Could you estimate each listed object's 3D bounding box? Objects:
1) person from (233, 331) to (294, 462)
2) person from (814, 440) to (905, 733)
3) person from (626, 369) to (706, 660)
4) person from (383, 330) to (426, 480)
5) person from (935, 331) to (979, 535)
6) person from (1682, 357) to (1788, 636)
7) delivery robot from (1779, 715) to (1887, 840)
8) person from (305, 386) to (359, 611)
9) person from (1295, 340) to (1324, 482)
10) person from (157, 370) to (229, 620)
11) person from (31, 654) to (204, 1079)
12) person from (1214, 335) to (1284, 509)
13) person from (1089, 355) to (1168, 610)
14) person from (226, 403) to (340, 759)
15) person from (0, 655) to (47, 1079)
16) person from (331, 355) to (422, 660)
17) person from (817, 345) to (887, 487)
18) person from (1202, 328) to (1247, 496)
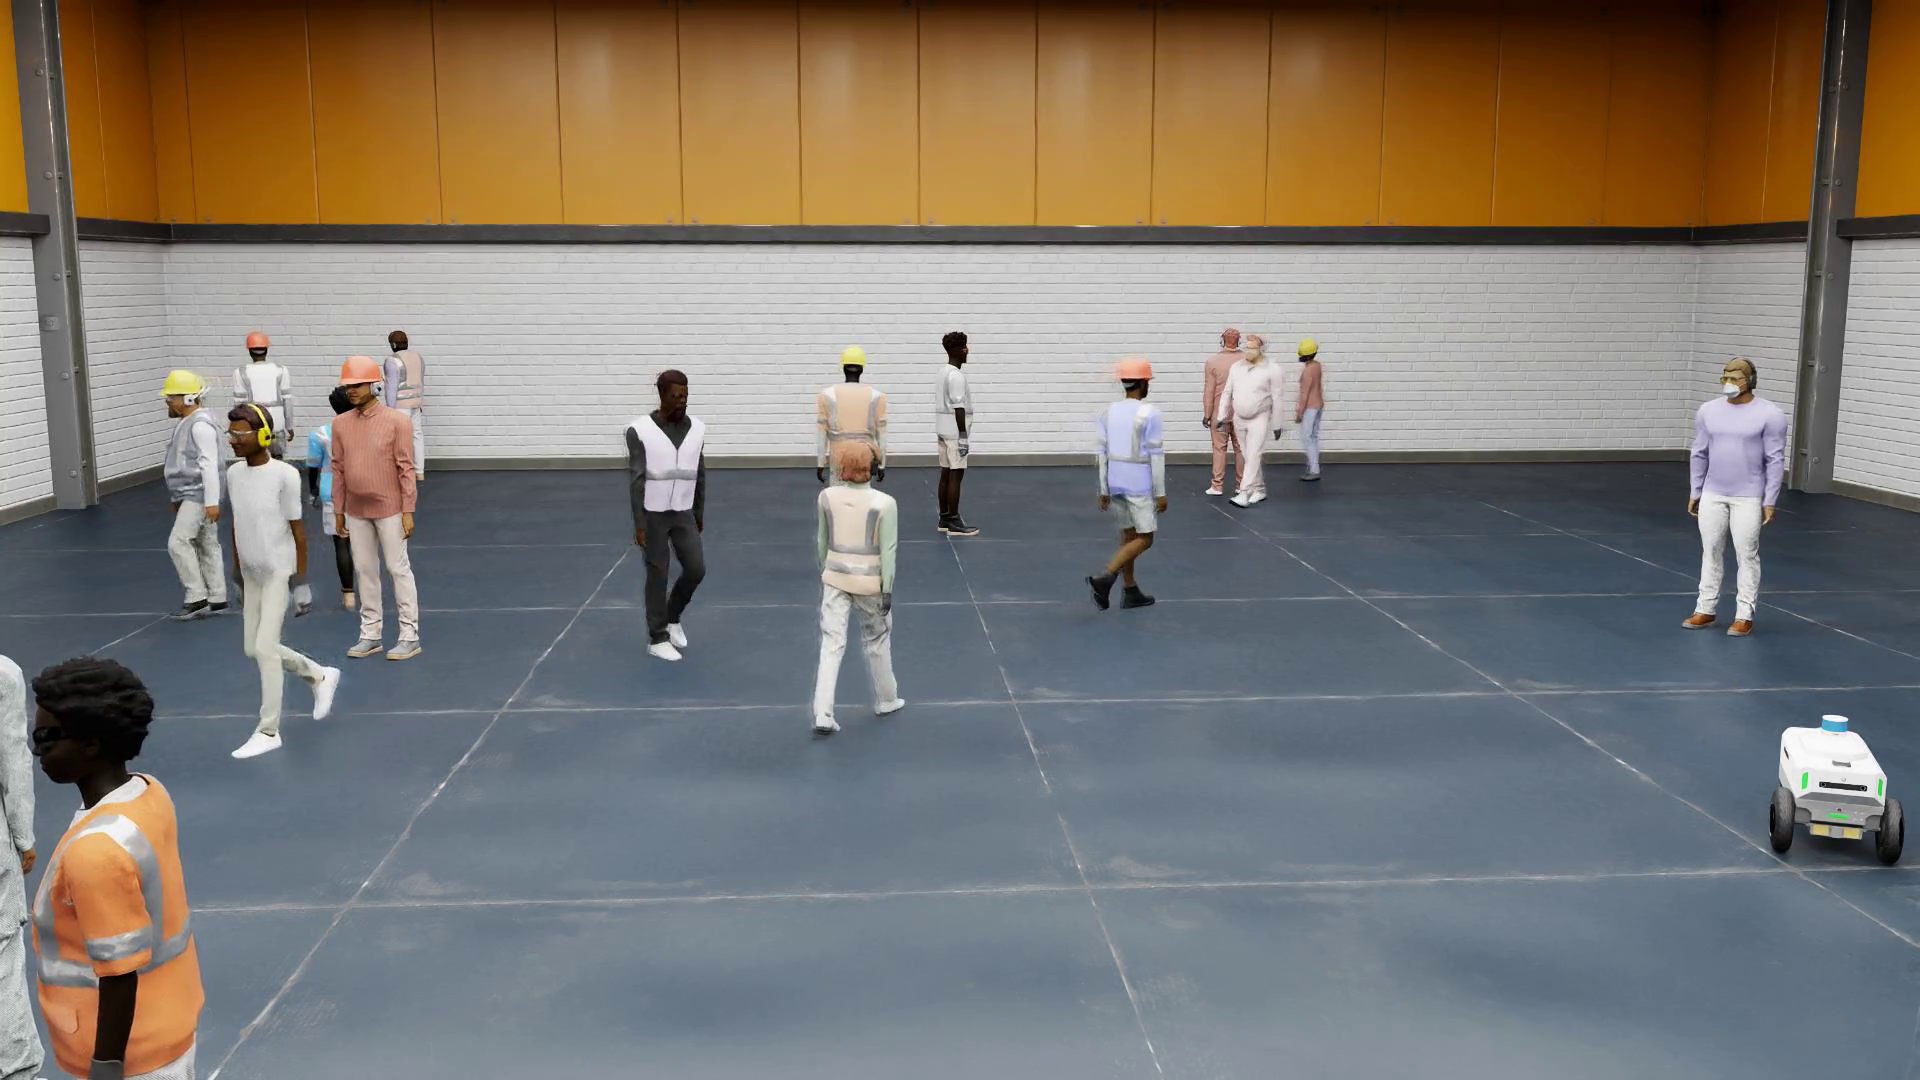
[{"bbox_3d":[-7.217,-1.199,17.237,0.566,1.926,0.399,-5,10,-30],"label":"person"},{"bbox_3d":[-0.586,0.252,9.185,0.525,1.598,0.855,3,10,21],"label":"person"},{"bbox_3d":[-1.898,-0.165,10.839,0.614,1.900,0.446,-7,12,-39],"label":"person"},{"bbox_3d":[-6.724,-1.605,20.083,0.430,1.838,0.619,4,10,21],"label":"person"},{"bbox_3d":[-0.046,-1.030,16.056,0.362,1.966,0.611,-3,10,-18],"label":"person"},{"bbox_3d":[5.384,-0.303,11.581,0.352,1.937,0.635,-7,12,-39],"label":"person"},{"bbox_3d":[3.840,1.016,7.334,0.477,0.478,0.707,3,10,20],"label":"delivery robot"},{"bbox_3d":[-4.657,-0.330,12.603,0.547,1.658,0.784,-5,10,-29],"label":"person"},{"bbox_3d":[4.257,-1.567,20.207,0.343,1.726,0.635,5,10,28],"label":"person"},{"bbox_3d":[-5.626,-0.318,12.052,0.568,1.813,0.626,-6,11,-33],"label":"person"},{"bbox_3d":[-1.823,1.084,3.626,0.316,1.696,0.542,-3,9,-18],"label":"person"},{"bbox_3d":[3.120,-1.285,18.004,0.654,1.854,0.967,8,12,42],"label":"person"},{"bbox_3d":[1.218,-0.401,12.275,0.691,1.917,0.554,-8,12,-40],"label":"person"},{"bbox_3d":[-3.611,0.186,8.816,0.512,1.851,0.705,4,10,26],"label":"person"},{"bbox_3d":[-2.961,0.870,4.863,0.483,1.735,0.340,-3,10,-19],"label":"person"},{"bbox_3d":[-3.822,-0.205,10.837,0.619,1.989,0.396,3,9,16],"label":"person"},{"bbox_3d":[-0.910,-0.691,14.106,0.603,1.908,0.488,-2,9,-10],"label":"person"},{"bbox_3d":[3.048,-1.448,18.872,0.641,1.908,0.408,-2,9,-13],"label":"person"}]
